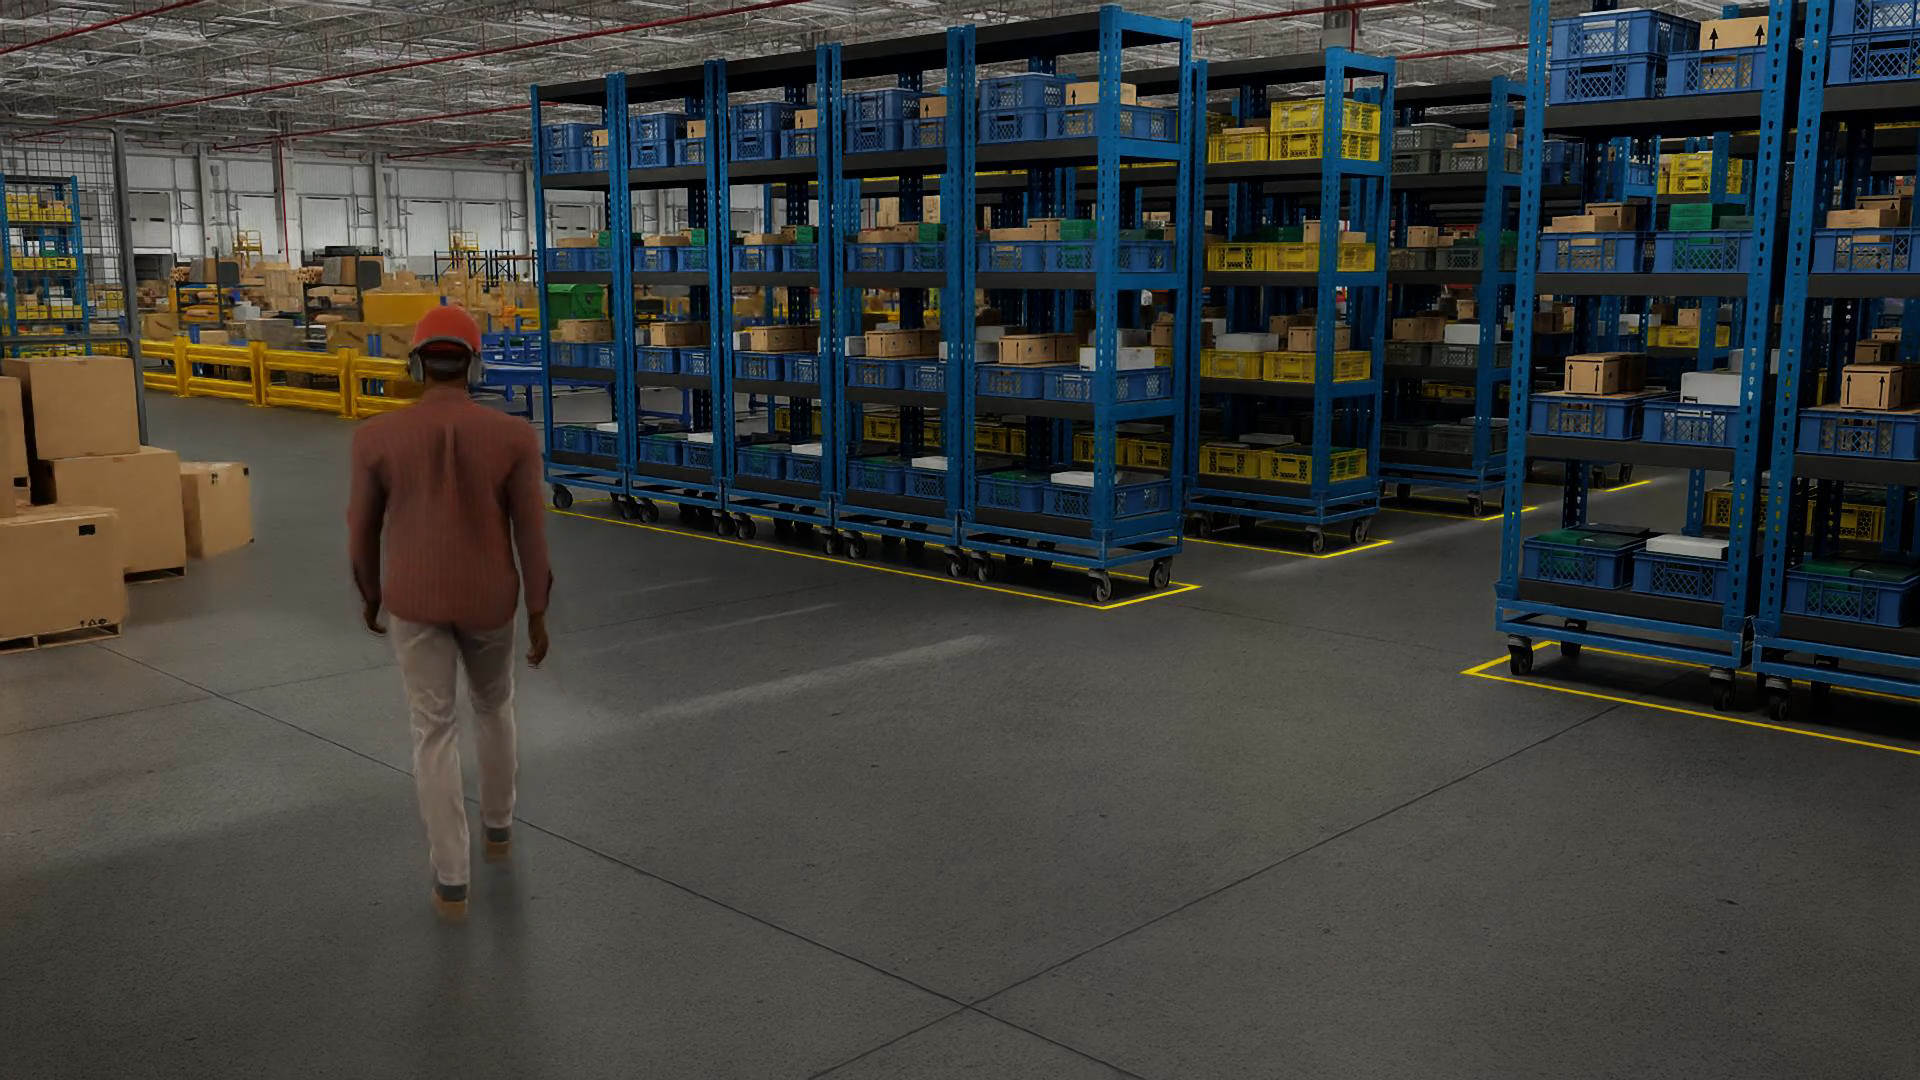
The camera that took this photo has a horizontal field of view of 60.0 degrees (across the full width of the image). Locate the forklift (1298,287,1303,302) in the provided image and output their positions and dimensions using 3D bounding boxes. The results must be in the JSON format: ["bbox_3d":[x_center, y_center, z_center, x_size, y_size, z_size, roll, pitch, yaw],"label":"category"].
[{"bbox_3d":[12.298,-8.852,58.215,1.129,2.768,1.873,-4,10,-22],"label":"forklift"}]

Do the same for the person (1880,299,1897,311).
[{"bbox_3d":[17.406,-3.927,31.272,0.812,1.822,0.571,0,9,-2],"label":"person"}]

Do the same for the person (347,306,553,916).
[{"bbox_3d":[-1.717,0.199,5.596,0.616,1.938,0.962,-4,10,-21],"label":"person"}]

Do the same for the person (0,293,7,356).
[{"bbox_3d":[-20.444,-4.626,35.438,0.450,1.855,0.556,-1,9,-5],"label":"person"}]

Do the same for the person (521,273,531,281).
[{"bbox_3d":[-25.202,-14.590,96.612,0.595,1.835,0.979,0,9,-1],"label":"person"}]

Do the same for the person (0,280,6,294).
[{"bbox_3d":[-34.777,-8.705,60.203,0.355,1.936,0.635,2,9,9],"label":"person"}]

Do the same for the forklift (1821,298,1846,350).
[{"bbox_3d":[21.186,-5.951,40.431,1.873,2.768,1.129,9,13,43],"label":"forklift"}]

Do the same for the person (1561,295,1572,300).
[{"bbox_3d":[12.542,-4.432,34.346,0.591,1.824,0.404,-7,11,-36],"label":"person"}]

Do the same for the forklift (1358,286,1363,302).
[{"bbox_3d":[11.100,-7.017,46.970,1.873,2.768,1.129,9,13,43],"label":"forklift"}]

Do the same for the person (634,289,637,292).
[{"bbox_3d":[-20.203,-15.572,102.732,0.919,1.814,0.525,-1,9,-3],"label":"person"}]

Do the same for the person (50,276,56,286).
[{"bbox_3d":[-34.350,-9.192,62.931,0.618,2.022,0.453,6,11,31],"label":"person"}]

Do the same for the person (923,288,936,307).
[{"bbox_3d":[-1.134,-9.064,63.274,0.891,1.651,0.541,9,13,44],"label":"person"}]

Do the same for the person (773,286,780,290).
[{"bbox_3d":[-8.848,-11.910,79.919,0.399,1.916,0.590,1,9,4],"label":"person"}]

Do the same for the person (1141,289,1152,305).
[{"bbox_3d":[3.841,-4.744,35.876,0.604,1.949,0.389,1,9,8],"label":"person"}]
